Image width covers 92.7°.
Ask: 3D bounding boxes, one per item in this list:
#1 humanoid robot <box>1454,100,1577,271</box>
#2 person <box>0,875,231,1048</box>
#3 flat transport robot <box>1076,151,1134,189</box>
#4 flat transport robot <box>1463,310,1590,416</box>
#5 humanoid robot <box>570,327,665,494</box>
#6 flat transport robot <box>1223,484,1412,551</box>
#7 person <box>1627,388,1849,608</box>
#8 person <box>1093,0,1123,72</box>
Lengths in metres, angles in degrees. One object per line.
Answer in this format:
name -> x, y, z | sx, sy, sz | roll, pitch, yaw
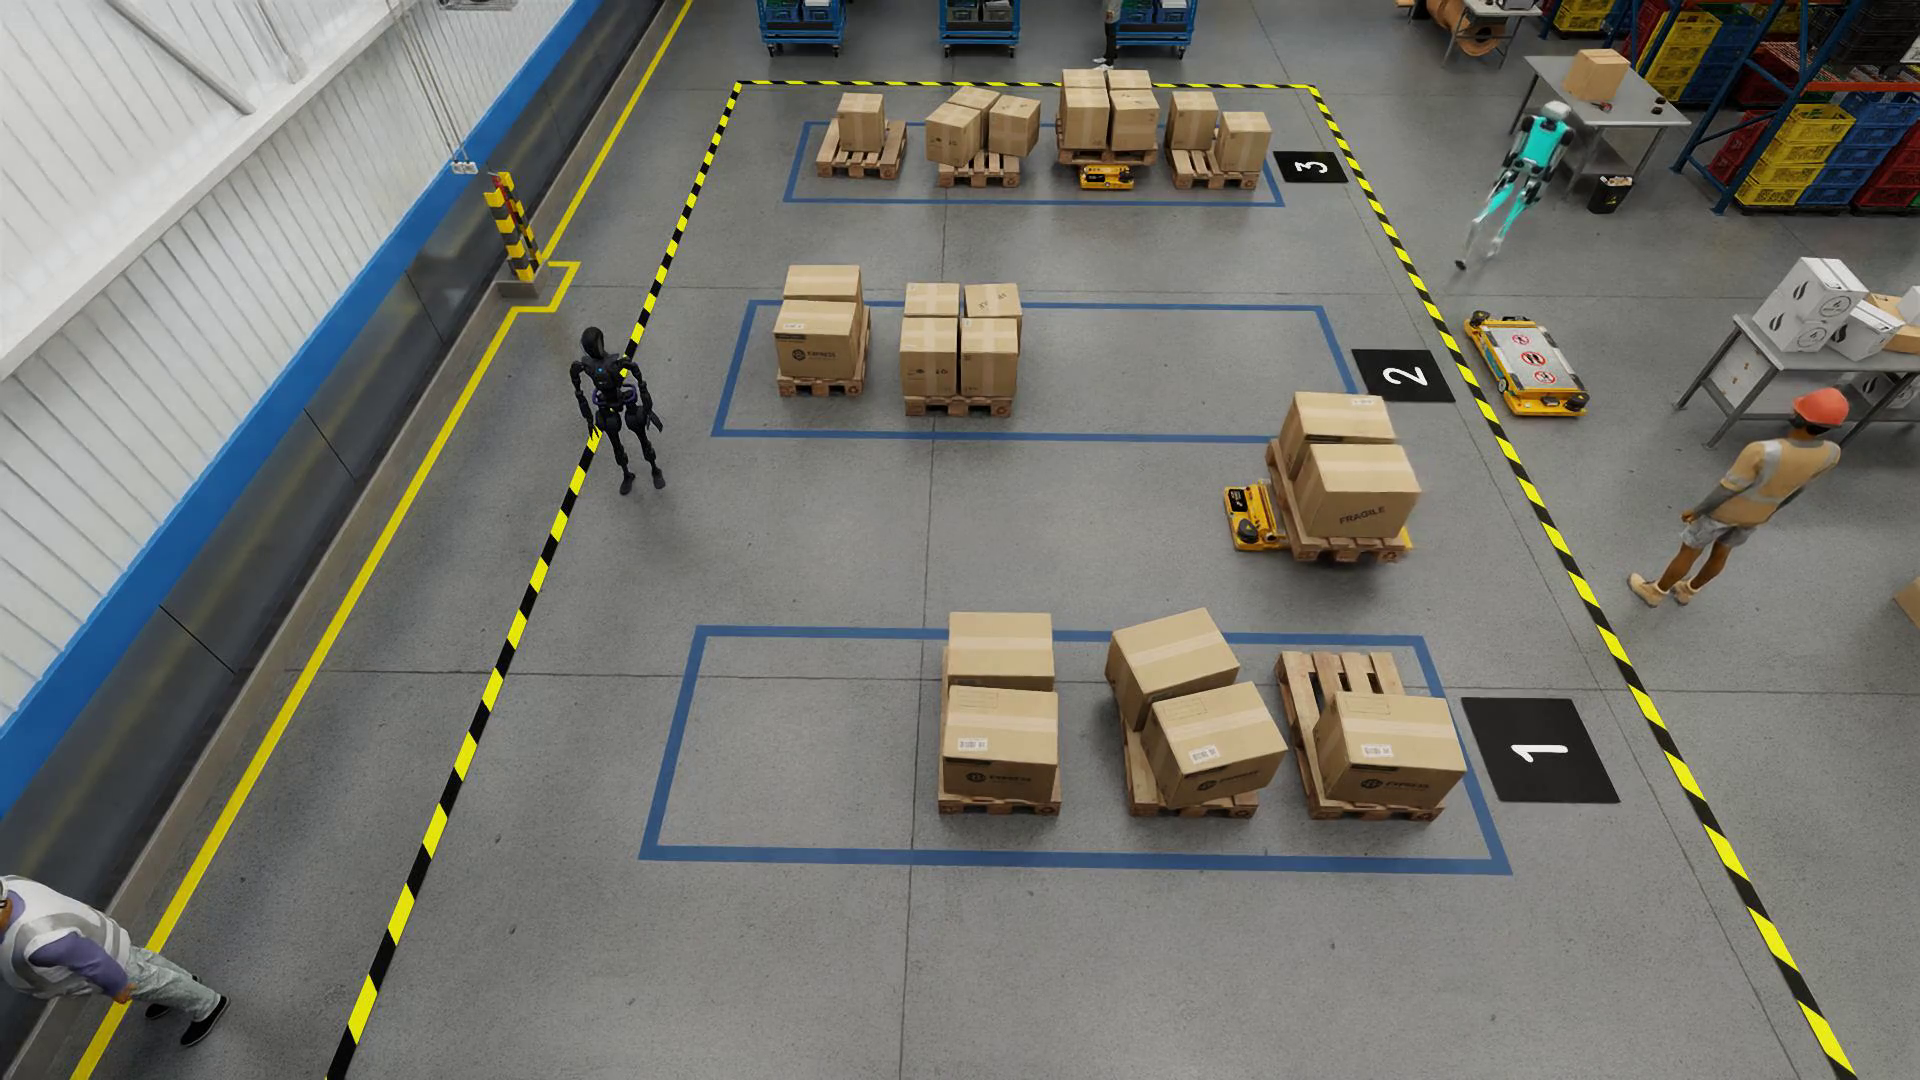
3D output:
humanoid robot -> 5.794, -3.635, 9.750 | 1.024, 1.773, 0.544 | -34, 57, -26
person -> -4.444, 2.133, 4.649 | 0.588, 1.837, 0.404 | 23, 53, 18
flat transport robot -> 1.845, -4.982, 11.827 | 0.652, 0.197, 1.431 | 1, 49, 1
flat transport robot -> 5.573, -1.757, 9.054 | 0.659, 0.231, 1.431 | 1, 49, 1
humanoid robot -> -2.773, -1.041, 7.492 | 0.599, 1.657, 0.315 | -8, 50, -7
flat transport robot -> 3.001, -0.216, 7.702 | 1.431, 0.197, 0.652 | 1, 49, 1
person -> 5.559, -0.248, 6.576 | 0.607, 2.043, 0.394 | 0, 49, 0
person -> 2.158, -7.765, 13.207 | 0.386, 1.850, 0.597 | 5, 49, 4
